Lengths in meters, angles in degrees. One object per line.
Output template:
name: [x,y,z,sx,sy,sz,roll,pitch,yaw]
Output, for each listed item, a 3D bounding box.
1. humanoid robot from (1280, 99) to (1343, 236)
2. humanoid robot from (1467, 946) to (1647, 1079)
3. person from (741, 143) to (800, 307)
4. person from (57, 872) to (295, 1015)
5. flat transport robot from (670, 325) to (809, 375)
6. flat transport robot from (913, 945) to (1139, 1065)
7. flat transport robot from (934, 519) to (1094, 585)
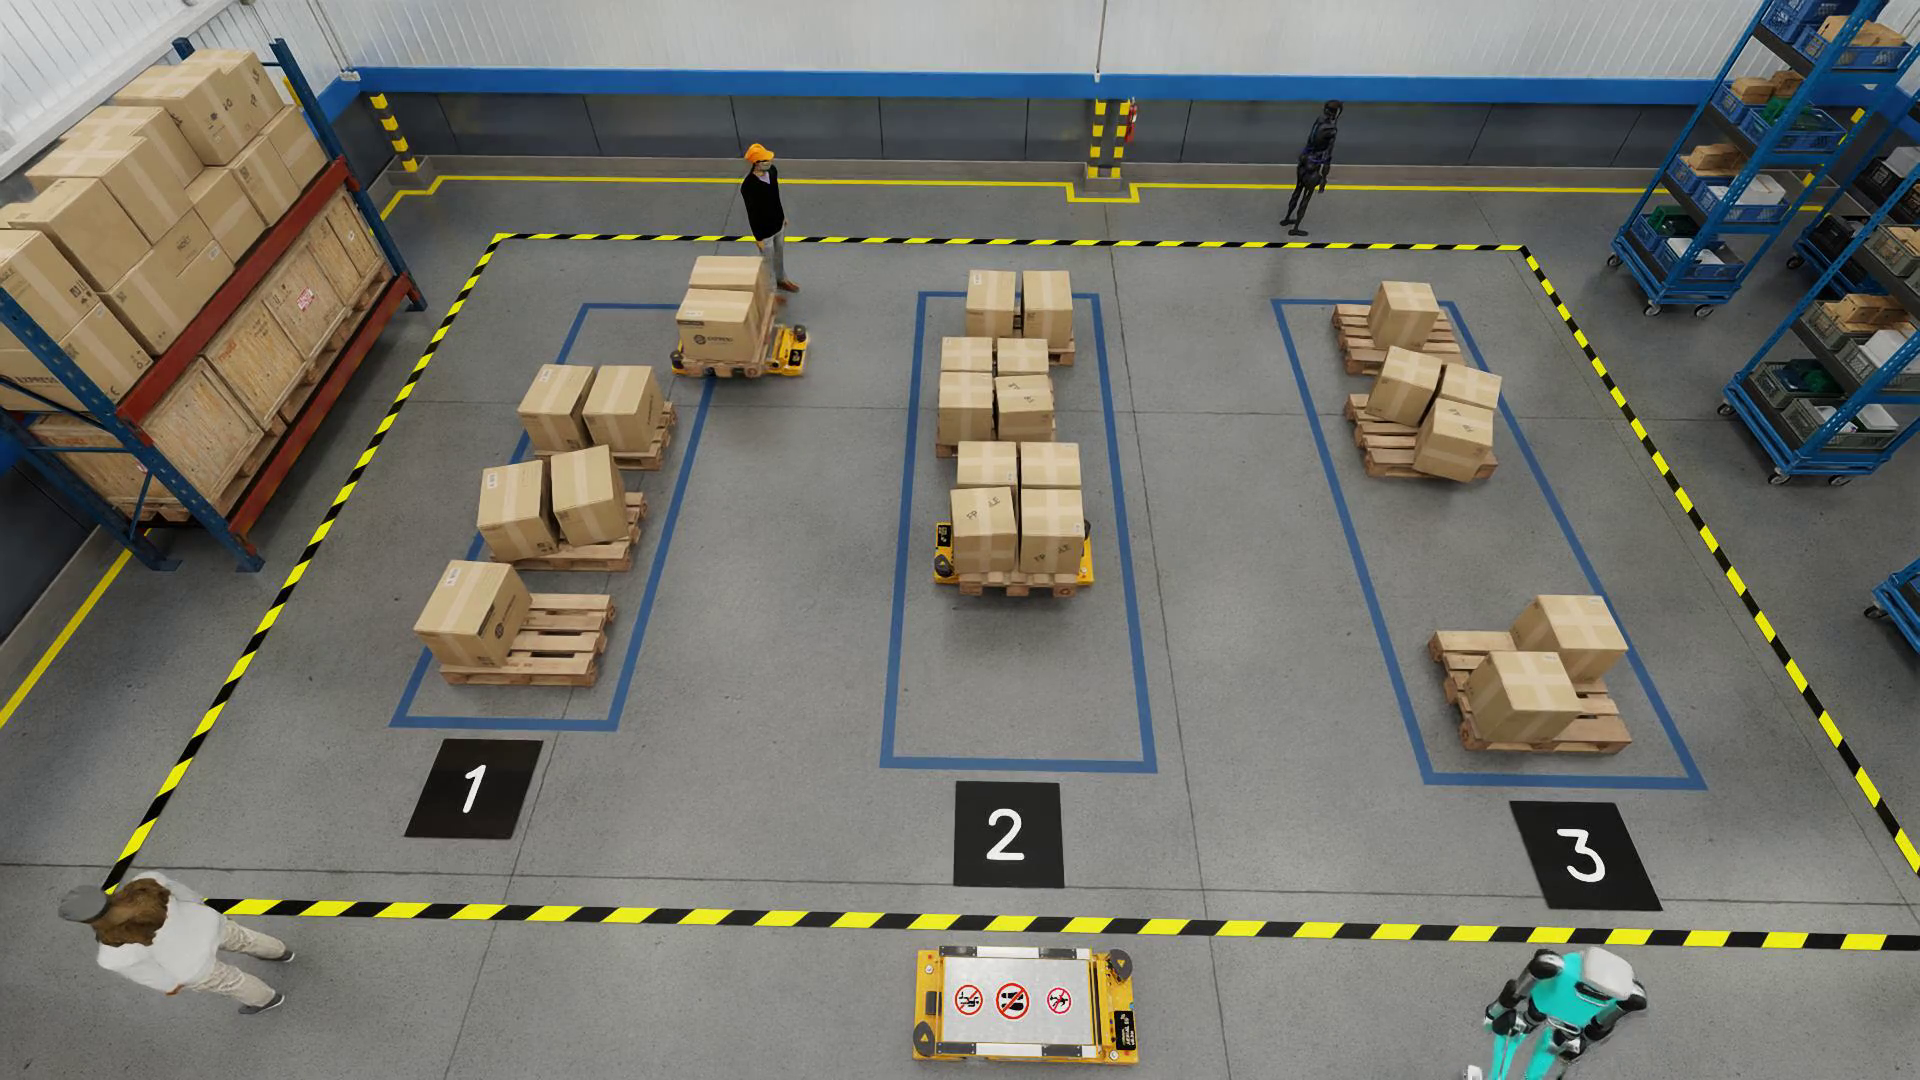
humanoid robot: [4.359,-4.609,11.327,0.315,1.653,0.599,-7,51,-6]
humanoid robot: [3.221,2.929,5.179,0.555,1.819,0.789,18,53,14]
person: [-2.148,-3.546,10.334,0.350,1.884,0.589,19,53,15]
person: [-4.665,2.441,5.527,0.398,1.767,0.572,-7,51,-5]
flat transport robot: [-2.449,-2.131,10.205,1.431,0.197,0.652,1,51,1]
flat transport robot: [0.422,3.041,6.007,1.431,0.231,0.659,1,51,1]
flat transport robot: [0.490,0.087,8.397,1.431,0.197,0.652,1,51,1]
